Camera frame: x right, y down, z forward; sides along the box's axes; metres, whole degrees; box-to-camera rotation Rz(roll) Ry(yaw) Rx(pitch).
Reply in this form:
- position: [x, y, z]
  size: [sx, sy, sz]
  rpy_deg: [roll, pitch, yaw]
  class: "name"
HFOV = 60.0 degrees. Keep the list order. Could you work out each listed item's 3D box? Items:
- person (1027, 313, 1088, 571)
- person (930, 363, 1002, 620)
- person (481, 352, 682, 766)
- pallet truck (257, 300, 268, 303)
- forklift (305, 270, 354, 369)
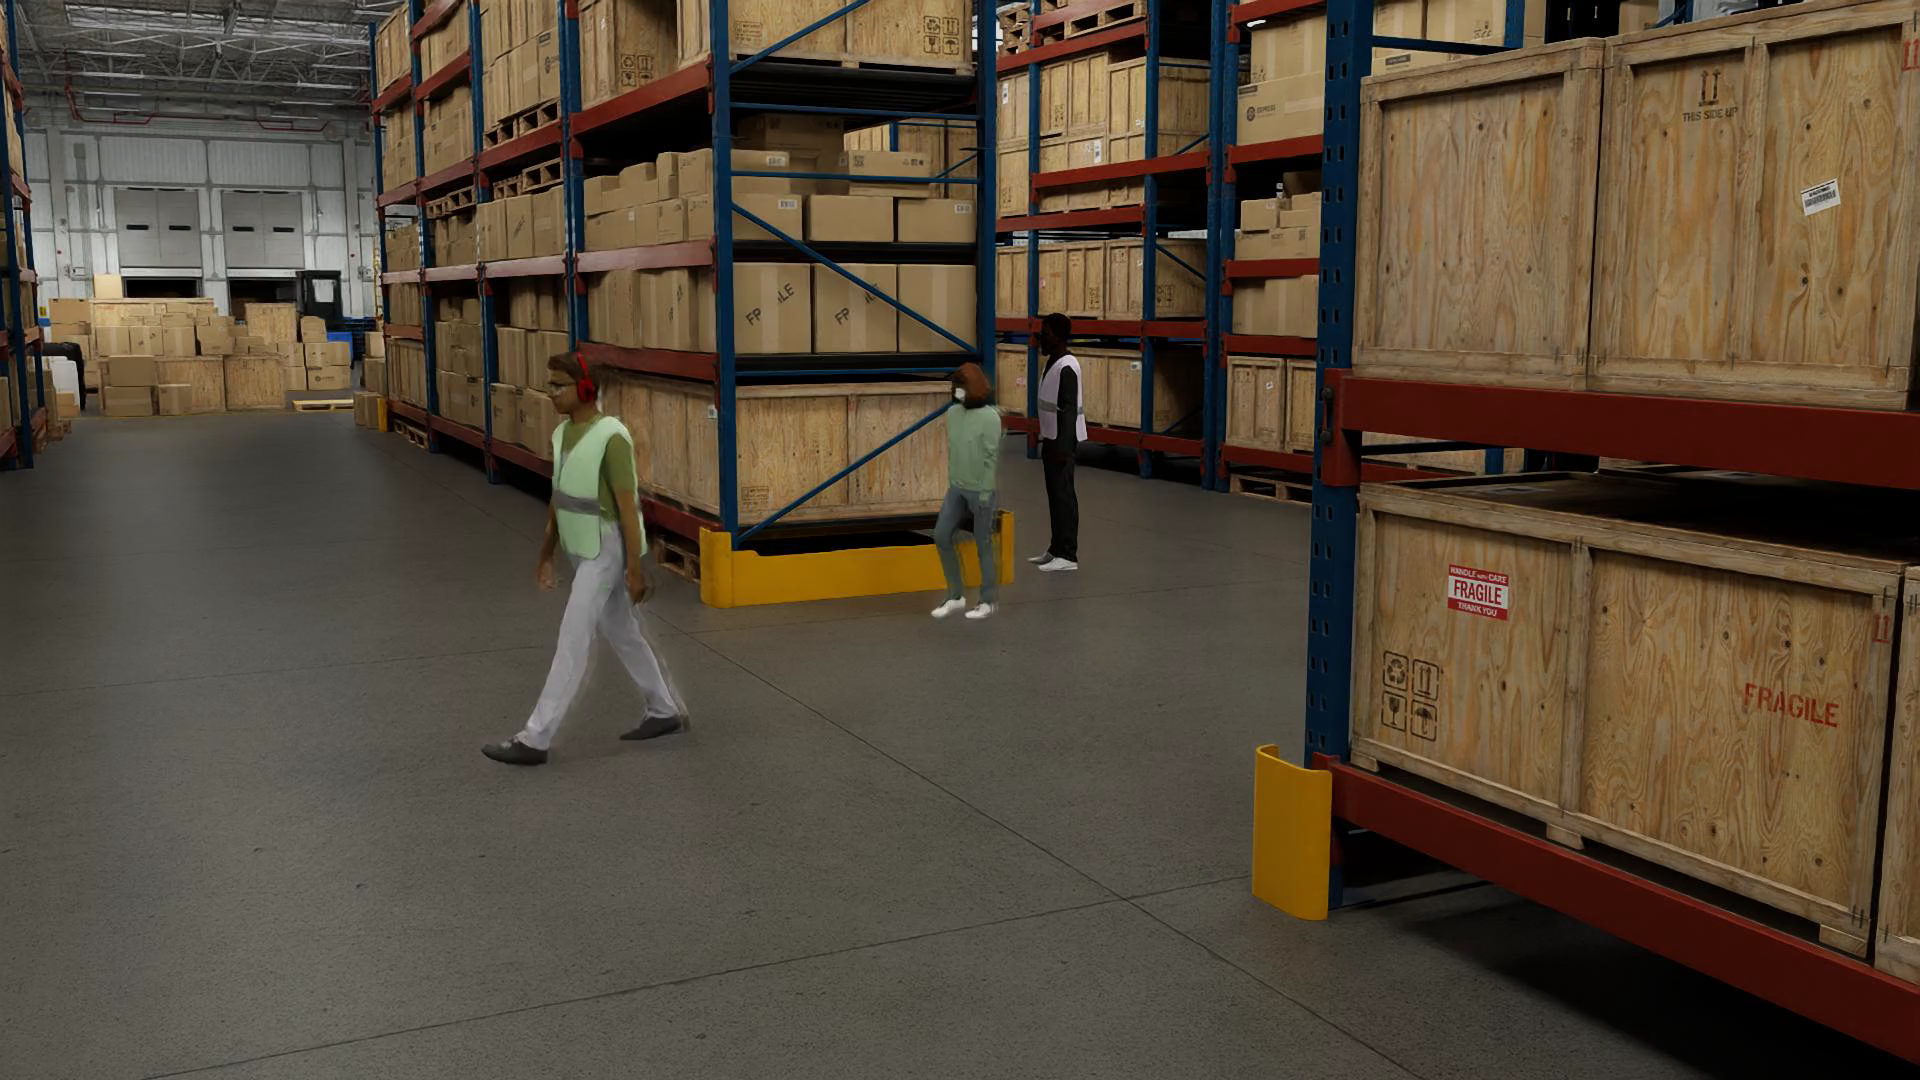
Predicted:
- position: [0.741, -0.730, 12.423]
  size: [0.391, 1.920, 0.593]
  rpy_deg: [-2, 8, -10]
  class: "person"
- position: [0.026, -0.293, 10.393]
  size: [0.545, 1.614, 0.513]
  rpy_deg: [-7, 11, -41]
  class: "person"
- position: [-1.655, 0.070, 7.347]
  size: [1.001, 1.790, 0.599]
  rpy_deg: [-6, 10, -36]
  class: "person"
- position: [-23.913, -7.404, 58.171]
  size: [1.885, 1.965, 0.823]
  rpy_deg: [-1, 8, -9]
  class: "pallet truck"
- position: [-17.965, -6.238, 47.102]
  size: [1.129, 2.768, 1.873]
  rpy_deg: [-5, 10, -32]
  class: "forklift"
